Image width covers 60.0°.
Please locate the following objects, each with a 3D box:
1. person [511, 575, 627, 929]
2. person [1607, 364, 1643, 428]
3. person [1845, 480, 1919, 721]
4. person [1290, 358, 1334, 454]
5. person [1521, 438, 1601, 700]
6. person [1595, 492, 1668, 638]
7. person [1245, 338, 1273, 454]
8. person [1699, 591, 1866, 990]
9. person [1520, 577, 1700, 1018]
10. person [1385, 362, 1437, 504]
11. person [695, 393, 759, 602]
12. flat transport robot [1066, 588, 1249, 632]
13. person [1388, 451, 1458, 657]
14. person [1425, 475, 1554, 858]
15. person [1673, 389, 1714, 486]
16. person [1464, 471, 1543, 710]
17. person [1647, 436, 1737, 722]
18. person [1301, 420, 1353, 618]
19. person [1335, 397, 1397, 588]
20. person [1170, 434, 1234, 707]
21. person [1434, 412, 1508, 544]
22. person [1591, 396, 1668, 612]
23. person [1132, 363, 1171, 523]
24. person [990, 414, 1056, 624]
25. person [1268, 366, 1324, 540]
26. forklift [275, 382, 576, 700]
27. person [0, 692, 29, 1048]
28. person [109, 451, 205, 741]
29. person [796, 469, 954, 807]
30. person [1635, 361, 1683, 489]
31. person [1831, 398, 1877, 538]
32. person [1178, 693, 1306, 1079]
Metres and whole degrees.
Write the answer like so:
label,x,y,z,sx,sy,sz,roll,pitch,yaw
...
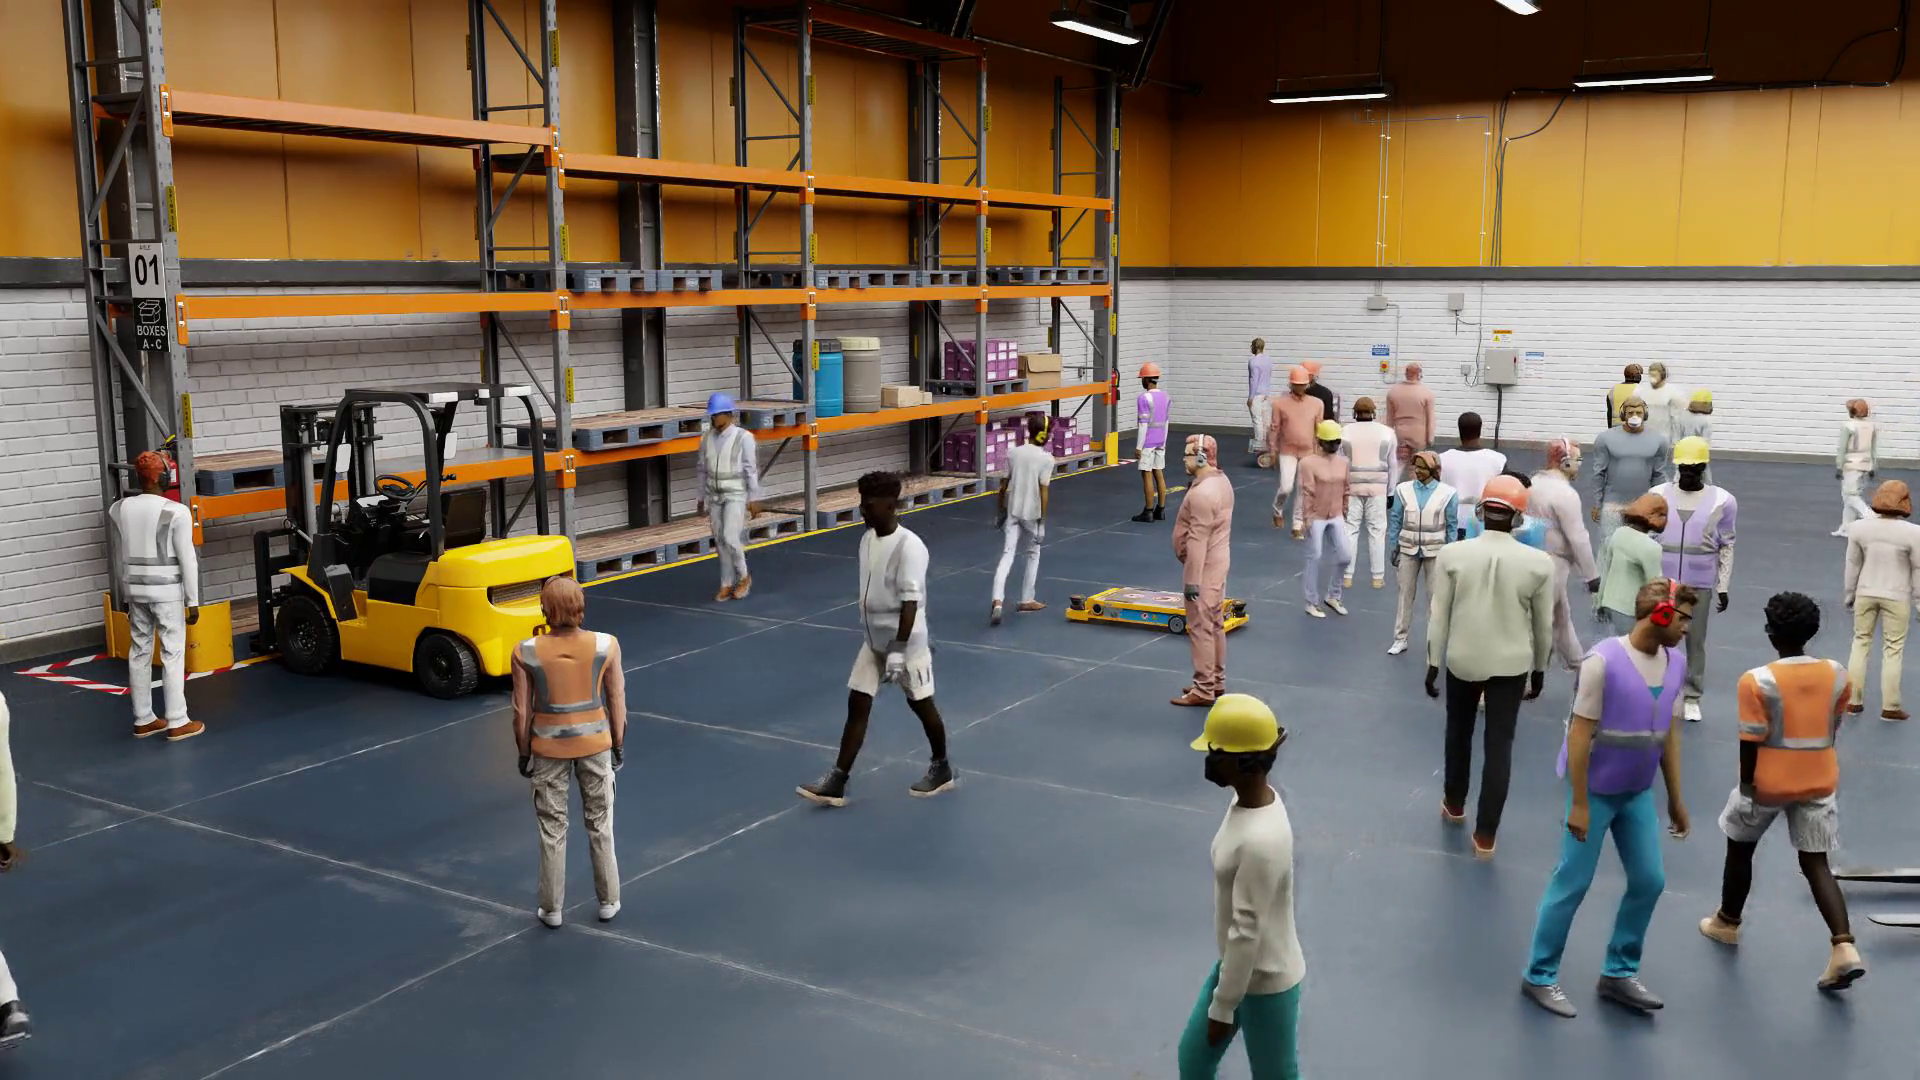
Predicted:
label,x,y,z,sx,sy,sz,roll,pitch,yaw
person,-1.786,0.974,7.646,0.513,1.641,0.307,-3,10,-17
person,8.728,-1.372,21.662,0.429,1.844,0.627,-6,11,-32
person,6.233,0.404,11.218,0.268,1.632,0.506,-8,12,-40
person,4.508,-1.334,21.084,0.630,1.961,0.822,9,13,43
person,4.230,0.214,11.703,0.988,1.850,0.639,0,9,-1
person,4.419,0.478,10.824,0.682,1.600,0.519,-1,9,-6
person,5.003,-2.414,27.862,0.356,1.938,0.633,7,11,37
person,3.567,1.050,7.102,0.515,1.657,0.833,-1,9,-4
person,2.666,1.035,6.754,0.609,1.805,0.530,-5,10,-28
person,5.754,-1.332,21.263,0.649,1.890,0.564,8,12,41
person,-2.146,-0.384,15.209,0.644,1.930,0.448,5,11,30
flat transport robot,1.693,0.593,14.281,1.431,0.197,0.652,5,11,30
person,3.636,0.109,13.053,0.515,1.636,0.315,5,10,28
person,2.802,0.627,8.821,0.628,1.953,0.919,3,10,17
person,8.432,-0.885,19.062,0.904,1.693,0.505,-4,10,-24
person,3.778,0.336,11.624,0.538,1.636,0.877,8,12,42
person,4.880,0.259,11.209,0.588,1.928,0.384,6,11,32
person,3.196,-0.176,14.521,0.535,1.745,0.446,-4,10,-21
person,3.862,-0.452,15.938,0.620,1.838,0.429,1,9,9
person,1.682,0.210,11.622,0.403,1.900,0.649,4,10,22
person,4.135,-0.095,13.537,0.619,1.885,0.804,3,9,15
person,5.904,-0.308,14.718,0.627,1.940,0.370,2,9,12
person,2.295,-1.180,20.168,0.372,1.933,0.552,9,13,43
person,0.523,-0.192,14.416,0.592,1.809,0.949,5,10,27
person,3.816,-0.993,18.894,0.614,1.972,0.508,-1,9,-3
forklift,-3.974,-0.067,12.417,2.313,2.155,1.214,5,11,30
person,-3.819,1.120,6.167,0.429,1.816,0.600,5,10,27
person,-5.176,0.364,10.737,0.567,1.878,0.350,2,9,10
person,-0.427,0.560,9.375,0.999,1.913,0.630,-7,11,-37
person,8.840,-1.301,20.987,0.737,1.917,0.641,-6,11,-33
person,10.166,-0.788,18.730,0.527,1.615,0.692,-4,10,-22
person,0.780,1.324,5.111,0.738,1.736,0.553,1,9,3
